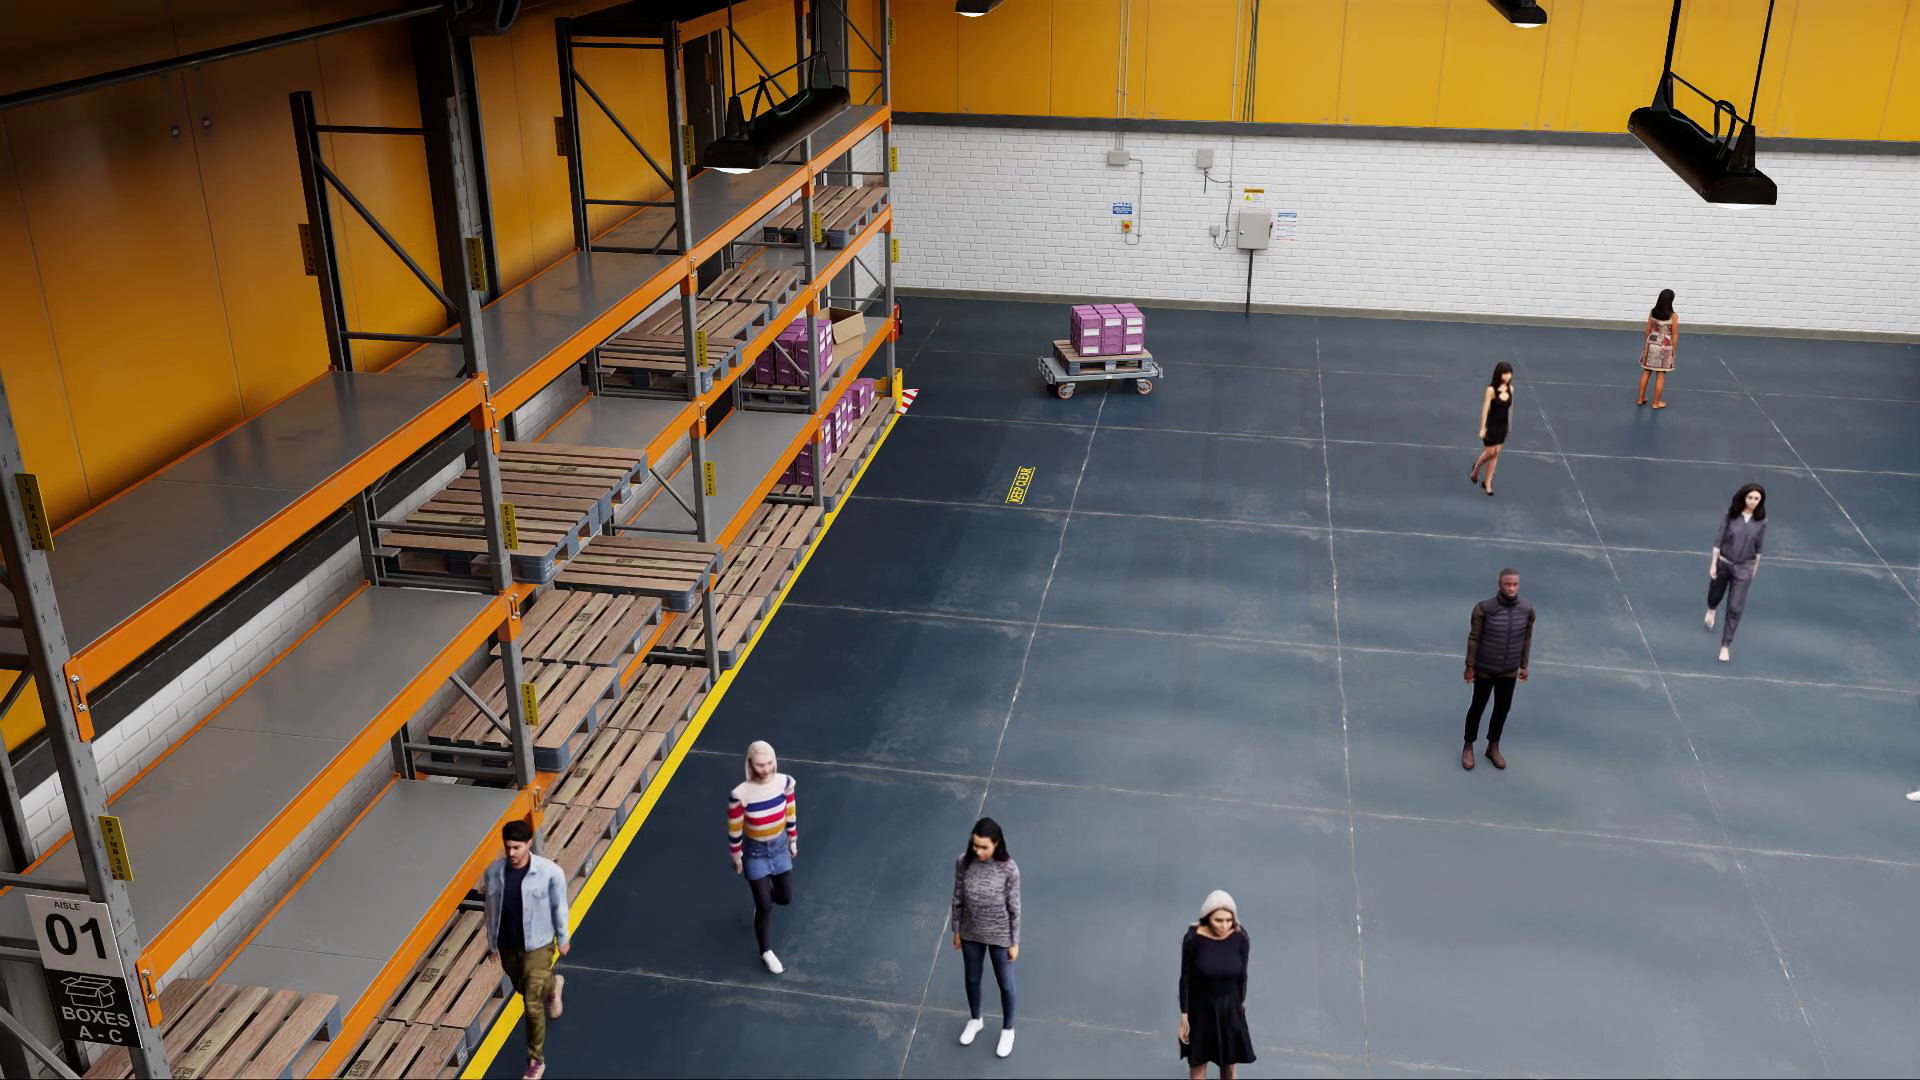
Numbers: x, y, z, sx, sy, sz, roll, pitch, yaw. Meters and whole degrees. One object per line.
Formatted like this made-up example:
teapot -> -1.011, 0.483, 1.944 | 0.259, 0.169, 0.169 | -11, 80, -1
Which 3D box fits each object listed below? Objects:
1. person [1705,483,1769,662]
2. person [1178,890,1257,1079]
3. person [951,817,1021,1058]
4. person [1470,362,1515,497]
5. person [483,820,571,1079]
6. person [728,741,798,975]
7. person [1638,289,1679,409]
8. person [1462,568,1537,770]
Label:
person -> 7.464, 0.237, 16.072 | 0.774, 1.729, 1.156 | 10, 26, 23
person -> 1.508, 2.849, 10.074 | 0.684, 1.746, 0.638 | 0, 24, -1
person -> 0.186, 2.538, 10.804 | 0.648, 1.731, 0.586 | 8, 25, 17
person -> 6.316, -1.351, 19.812 | 0.722, 1.642, 0.784 | -8, 25, -18
person -> -2.767, 2.557, 10.695 | 0.674, 1.783, 1.134 | 4, 24, 9
person -> -1.397, 2.141, 11.632 | 0.938, 1.794, 1.021 | -13, 27, -27
person -> 9.551, -2.629, 22.730 | 0.747, 1.645, 0.721 | -20, 31, -38
person -> 4.529, 1.072, 14.028 | 0.750, 1.835, 0.647 | -1, 24, -3
